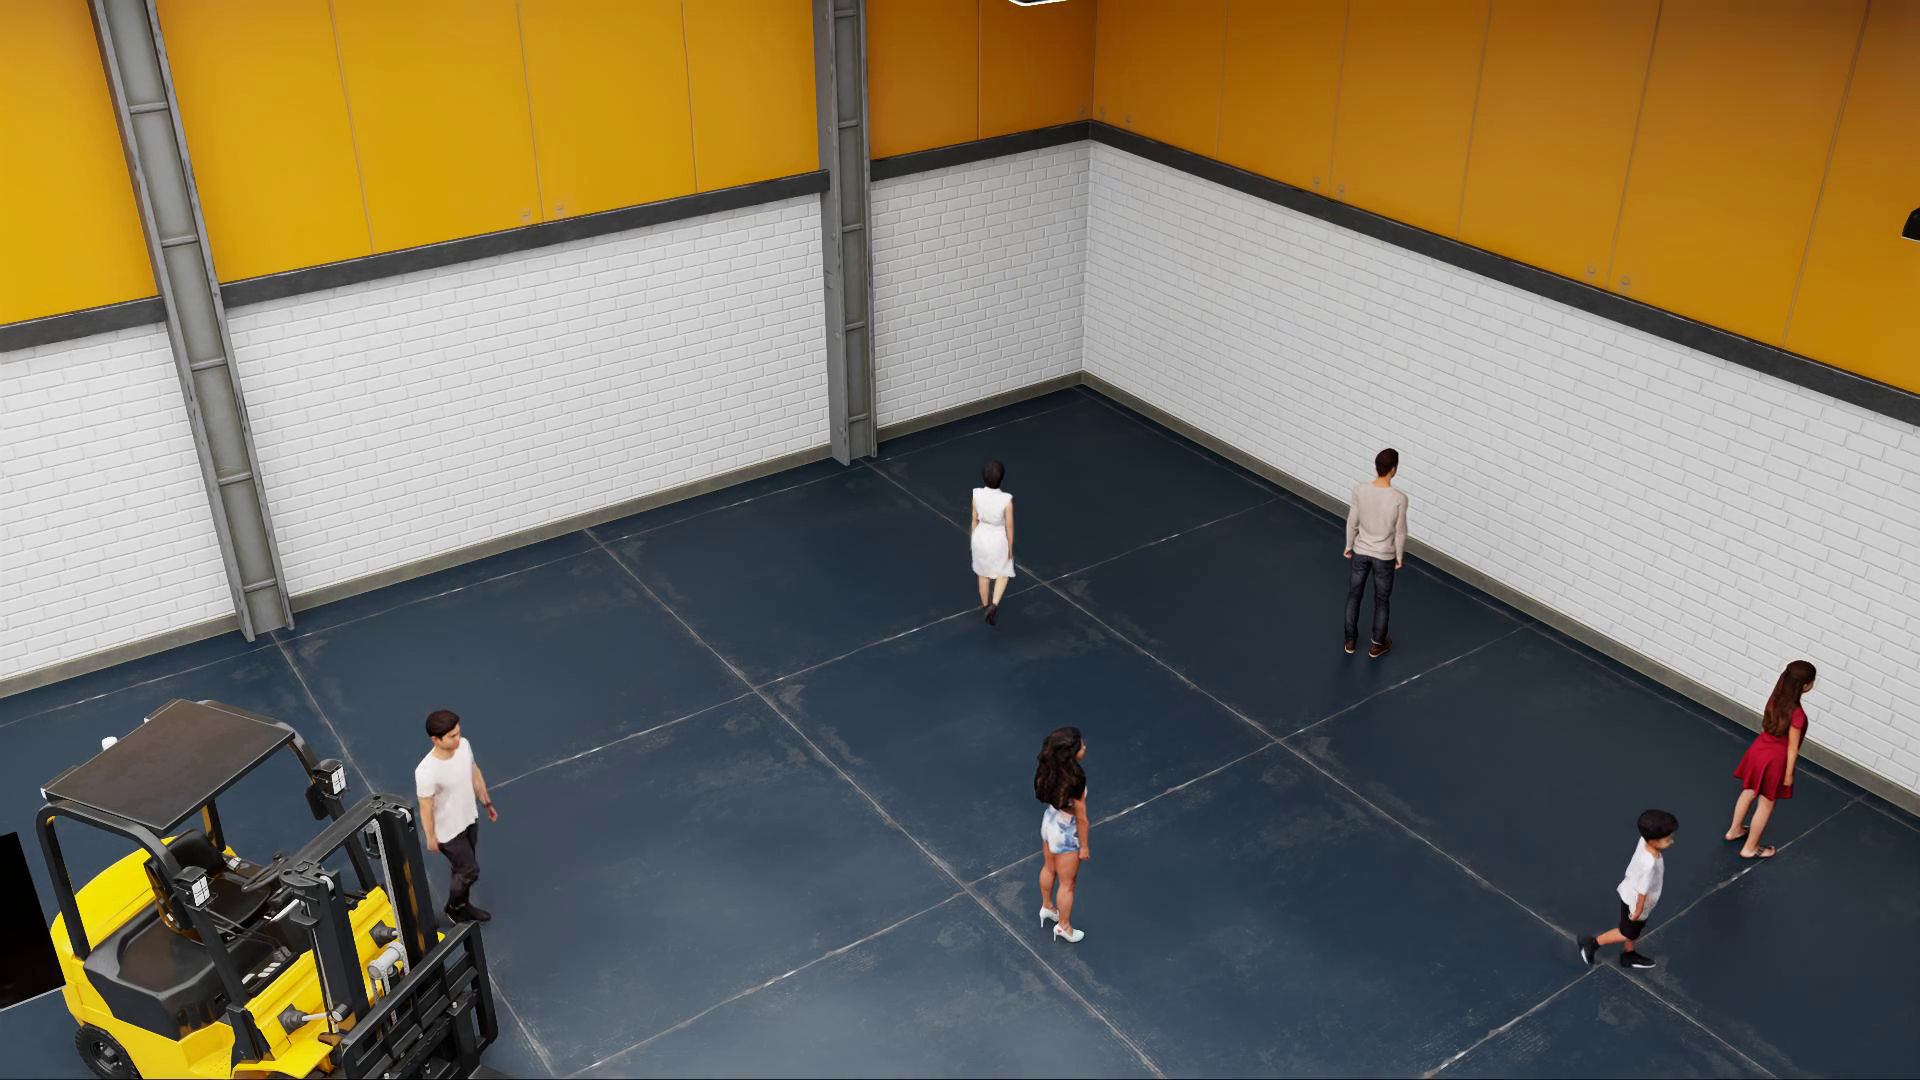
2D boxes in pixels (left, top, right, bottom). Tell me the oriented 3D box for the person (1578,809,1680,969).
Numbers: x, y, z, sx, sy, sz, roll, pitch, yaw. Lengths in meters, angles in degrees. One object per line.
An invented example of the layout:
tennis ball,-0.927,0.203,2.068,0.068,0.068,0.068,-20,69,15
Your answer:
person,4.224,2.219,10.494,0.805,1.247,0.749,5,29,9

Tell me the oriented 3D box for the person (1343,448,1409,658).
person,3.411,0.113,13.712,0.738,1.862,0.732,14,32,24

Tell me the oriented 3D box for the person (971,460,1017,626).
person,0.252,0.071,14.124,0.774,1.542,0.864,8,30,15

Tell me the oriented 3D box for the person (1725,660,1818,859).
person,5.613,1.503,11.487,0.719,1.552,0.658,-3,29,-5

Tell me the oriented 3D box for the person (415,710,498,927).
person,-3.353,1.796,10.789,0.780,1.707,0.705,8,30,14

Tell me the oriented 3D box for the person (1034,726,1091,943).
person,0.663,1.889,10.703,0.592,1.625,0.595,-13,31,-23
